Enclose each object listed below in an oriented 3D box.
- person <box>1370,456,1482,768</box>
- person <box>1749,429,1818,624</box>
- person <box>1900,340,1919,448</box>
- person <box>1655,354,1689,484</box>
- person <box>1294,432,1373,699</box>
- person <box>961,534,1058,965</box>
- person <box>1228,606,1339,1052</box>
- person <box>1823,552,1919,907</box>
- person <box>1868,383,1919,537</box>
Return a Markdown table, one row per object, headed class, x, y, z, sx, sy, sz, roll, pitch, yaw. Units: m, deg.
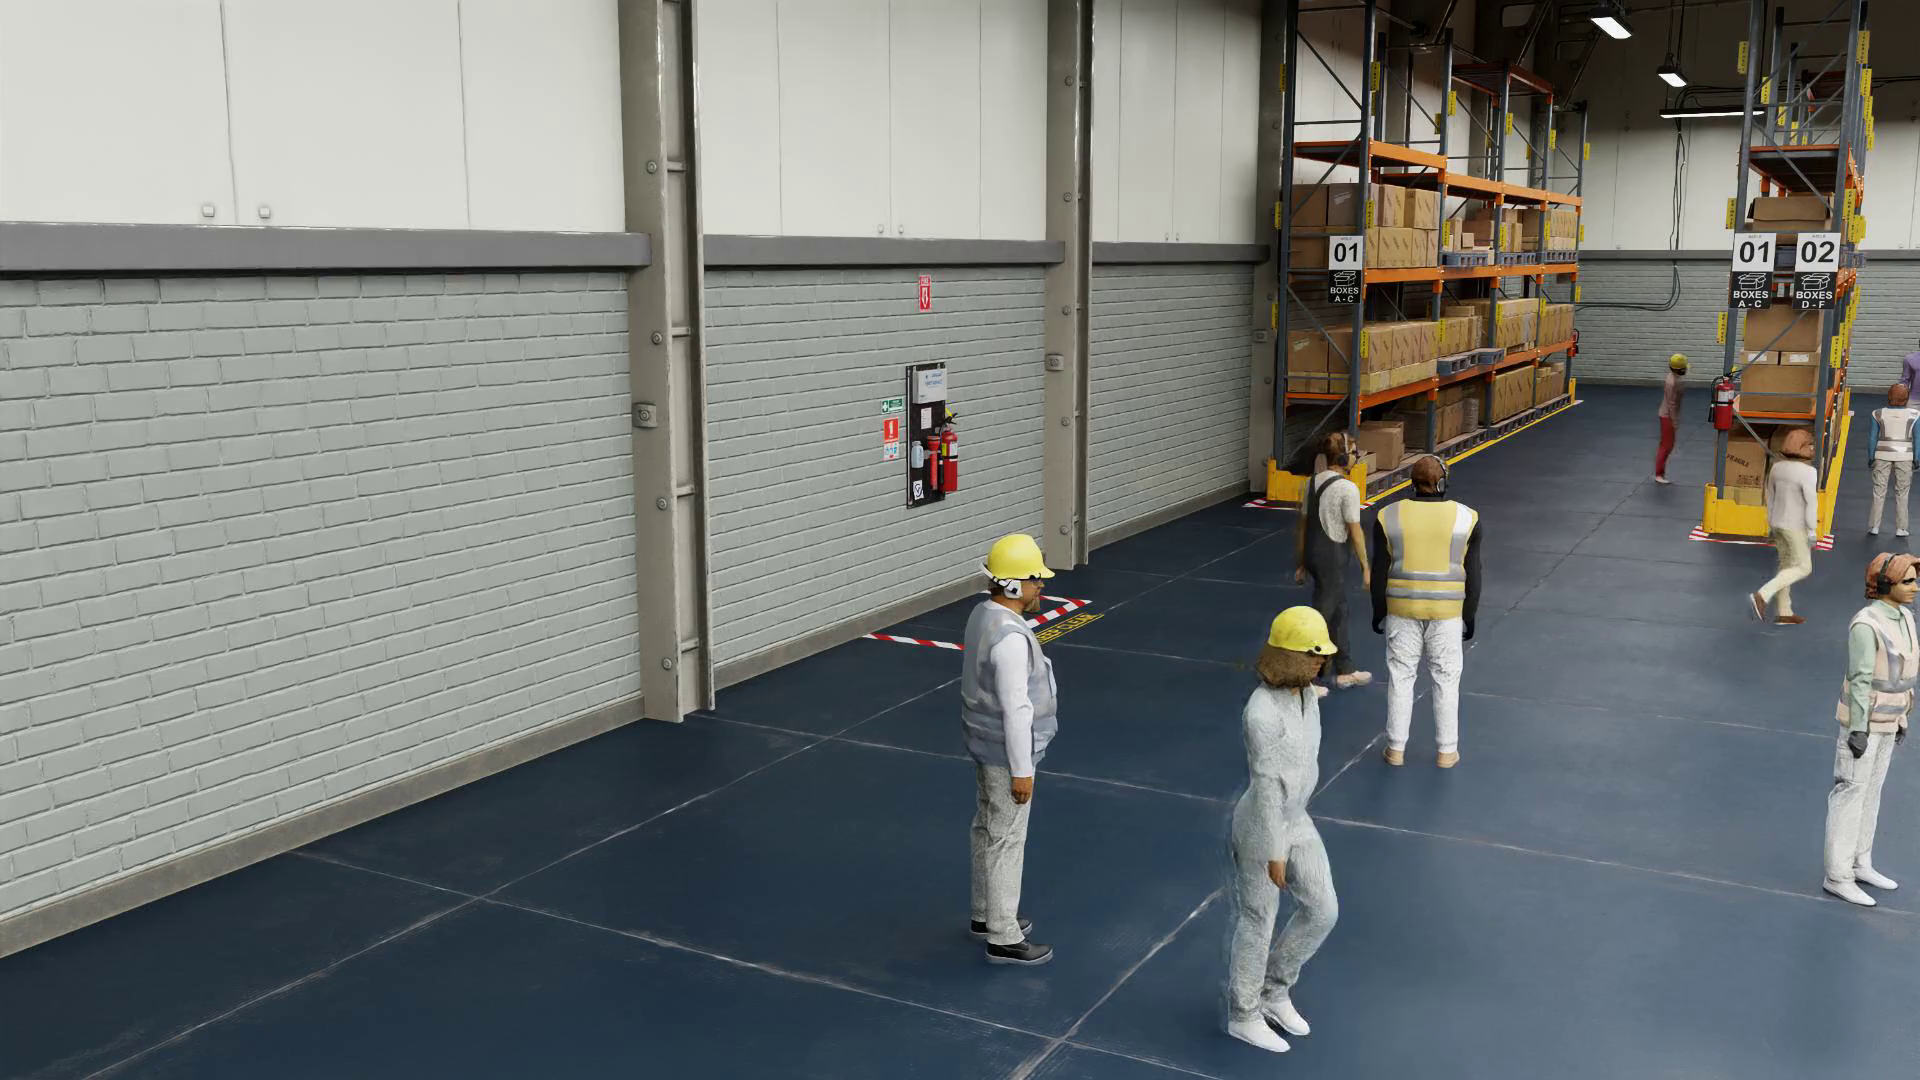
| class | x | y | z | sx | sy | sz | roll | pitch | yaw |
| --- | --- | --- | --- | --- | --- | --- | --- | --- | --- |
| person | 2.723 | 0.422 | 9.766 | 0.624 | 1.839 | 0.430 | 3 | 10 | 15 |
| person | 6.647 | -0.091 | 13.392 | 0.533 | 1.617 | 0.517 | -2 | 10 | -10 |
| person | 13.523 | -1.947 | 23.337 | 0.632 | 1.938 | 0.359 | 9 | 13 | 43 |
| person | 9.443 | -1.616 | 22.051 | 0.321 | 1.717 | 0.690 | 5 | 11 | 25 |
| person | 2.599 | 0.175 | 11.269 | 0.839 | 1.810 | 0.505 | -3 | 10 | -18 |
| person | 0.213 | 0.879 | 7.103 | 0.403 | 1.830 | 0.599 | -2 | 10 | -12 |
| person | 1.193 | 1.086 | 6.221 | 0.425 | 1.725 | 0.495 | 9 | 13 | 41 |
| person | 4.266 | 0.862 | 7.762 | 0.515 | 1.641 | 0.315 | -8 | 13 | -41 |
| person | 9.980 | -0.850 | 17.778 | 0.511 | 1.645 | 0.307 | 6 | 11 | 32 |
